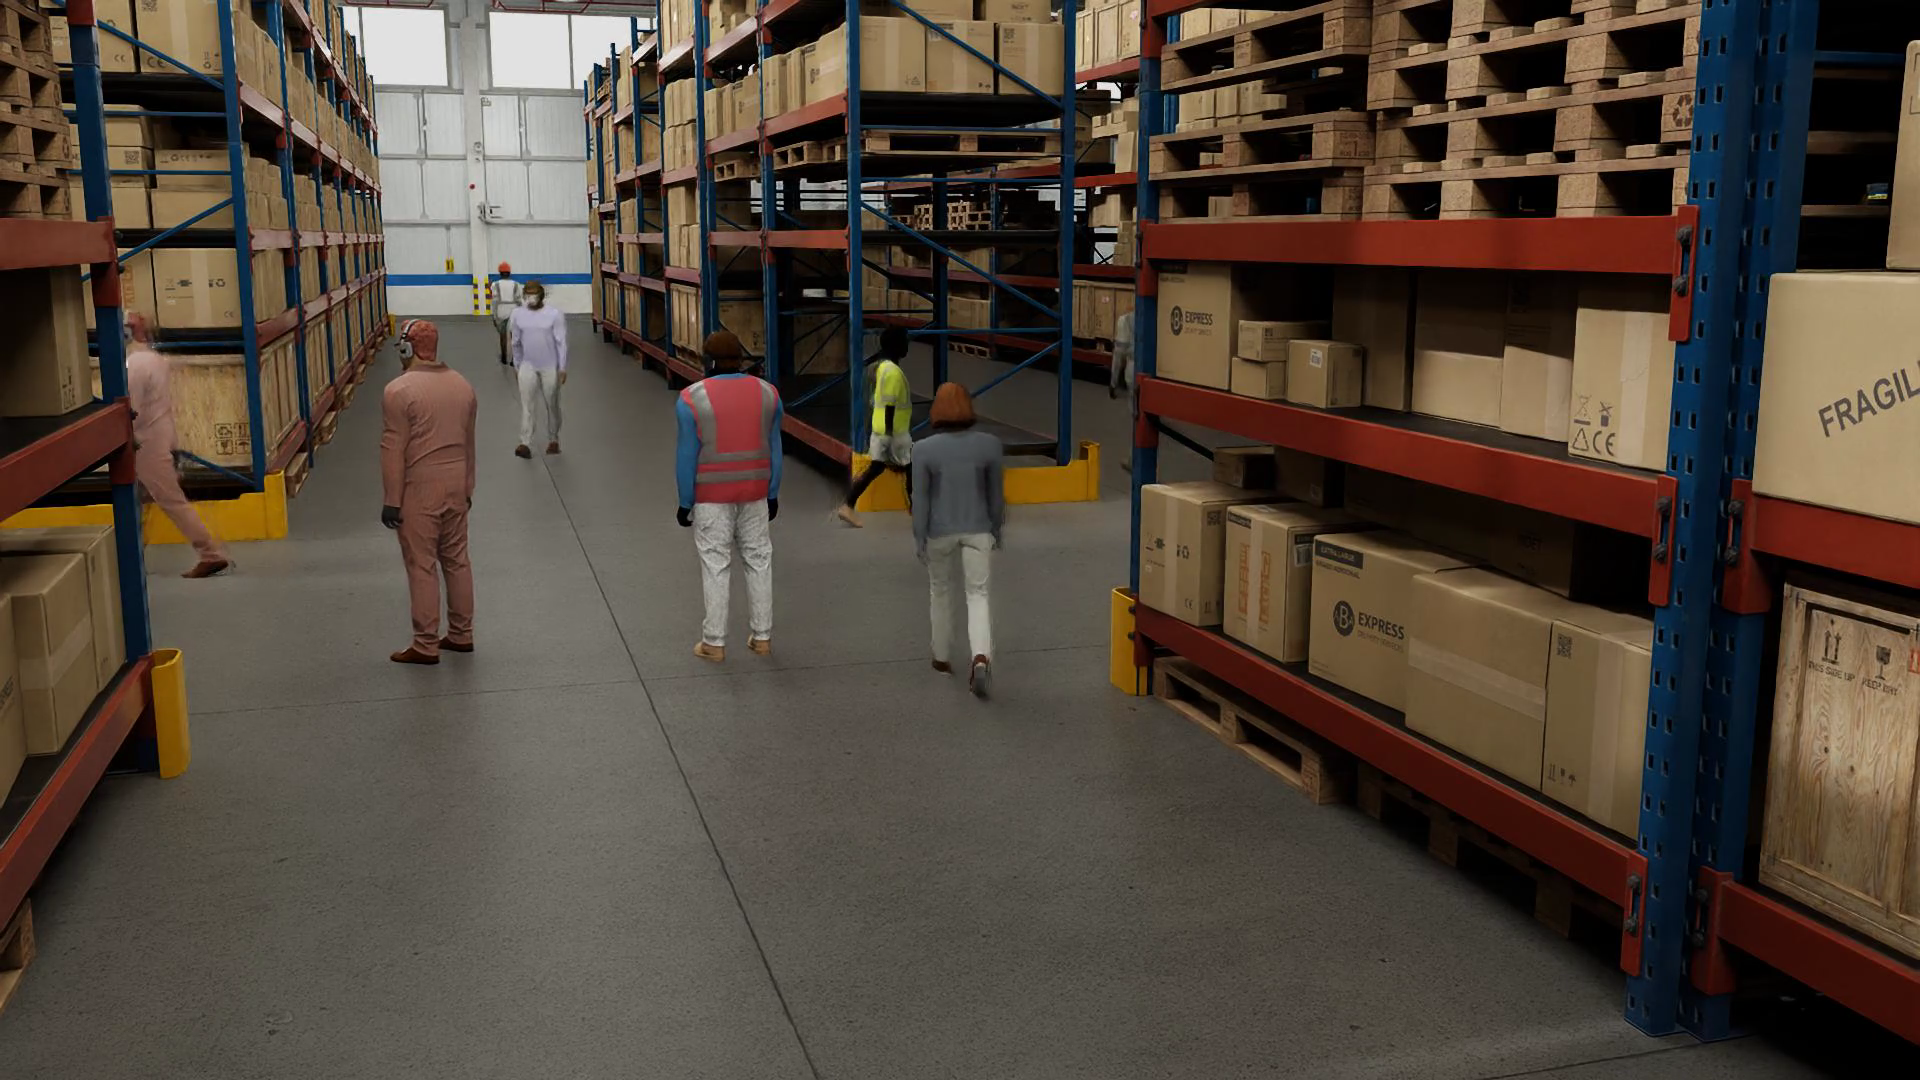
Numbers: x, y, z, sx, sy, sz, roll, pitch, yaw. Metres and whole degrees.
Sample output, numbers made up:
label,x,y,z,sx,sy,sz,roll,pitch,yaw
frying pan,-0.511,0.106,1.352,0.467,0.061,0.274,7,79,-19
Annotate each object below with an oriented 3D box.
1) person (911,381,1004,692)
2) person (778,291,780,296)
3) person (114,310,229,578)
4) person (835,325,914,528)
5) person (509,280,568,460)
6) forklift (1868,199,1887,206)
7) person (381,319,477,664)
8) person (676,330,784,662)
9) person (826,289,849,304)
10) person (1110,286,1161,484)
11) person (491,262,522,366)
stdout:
label,x,y,z,sx,sy,sz,roll,pitch,yaw
person,-0.004,-0.024,8.693,0.502,1.605,0.746,-1,10,-5
person,-5.234,-7.155,46.829,0.502,1.952,0.648,-1,10,-4
person,-5.571,-0.642,11.406,0.995,1.863,0.679,-3,11,-14
person,-0.593,-0.897,13.343,0.860,1.656,0.531,-2,11,-13
person,-4.488,-1.808,17.695,0.651,1.883,1.013,0,10,2
forklift,11.338,-2.915,21.052,1.129,2.768,1.873,-3,11,-17
person,-2.962,-0.268,9.242,0.399,1.900,0.645,5,11,24
person,-1.288,-0.242,9.251,0.622,1.842,0.429,-6,12,-28
person,-2.275,-4.367,31.877,0.619,1.839,0.430,-9,13,-40
person,1.764,-1.559,16.074,0.626,1.987,1.036,-3,11,-16
person,-8.295,-4.136,30.488,0.558,1.892,1.021,-4,11,-23
